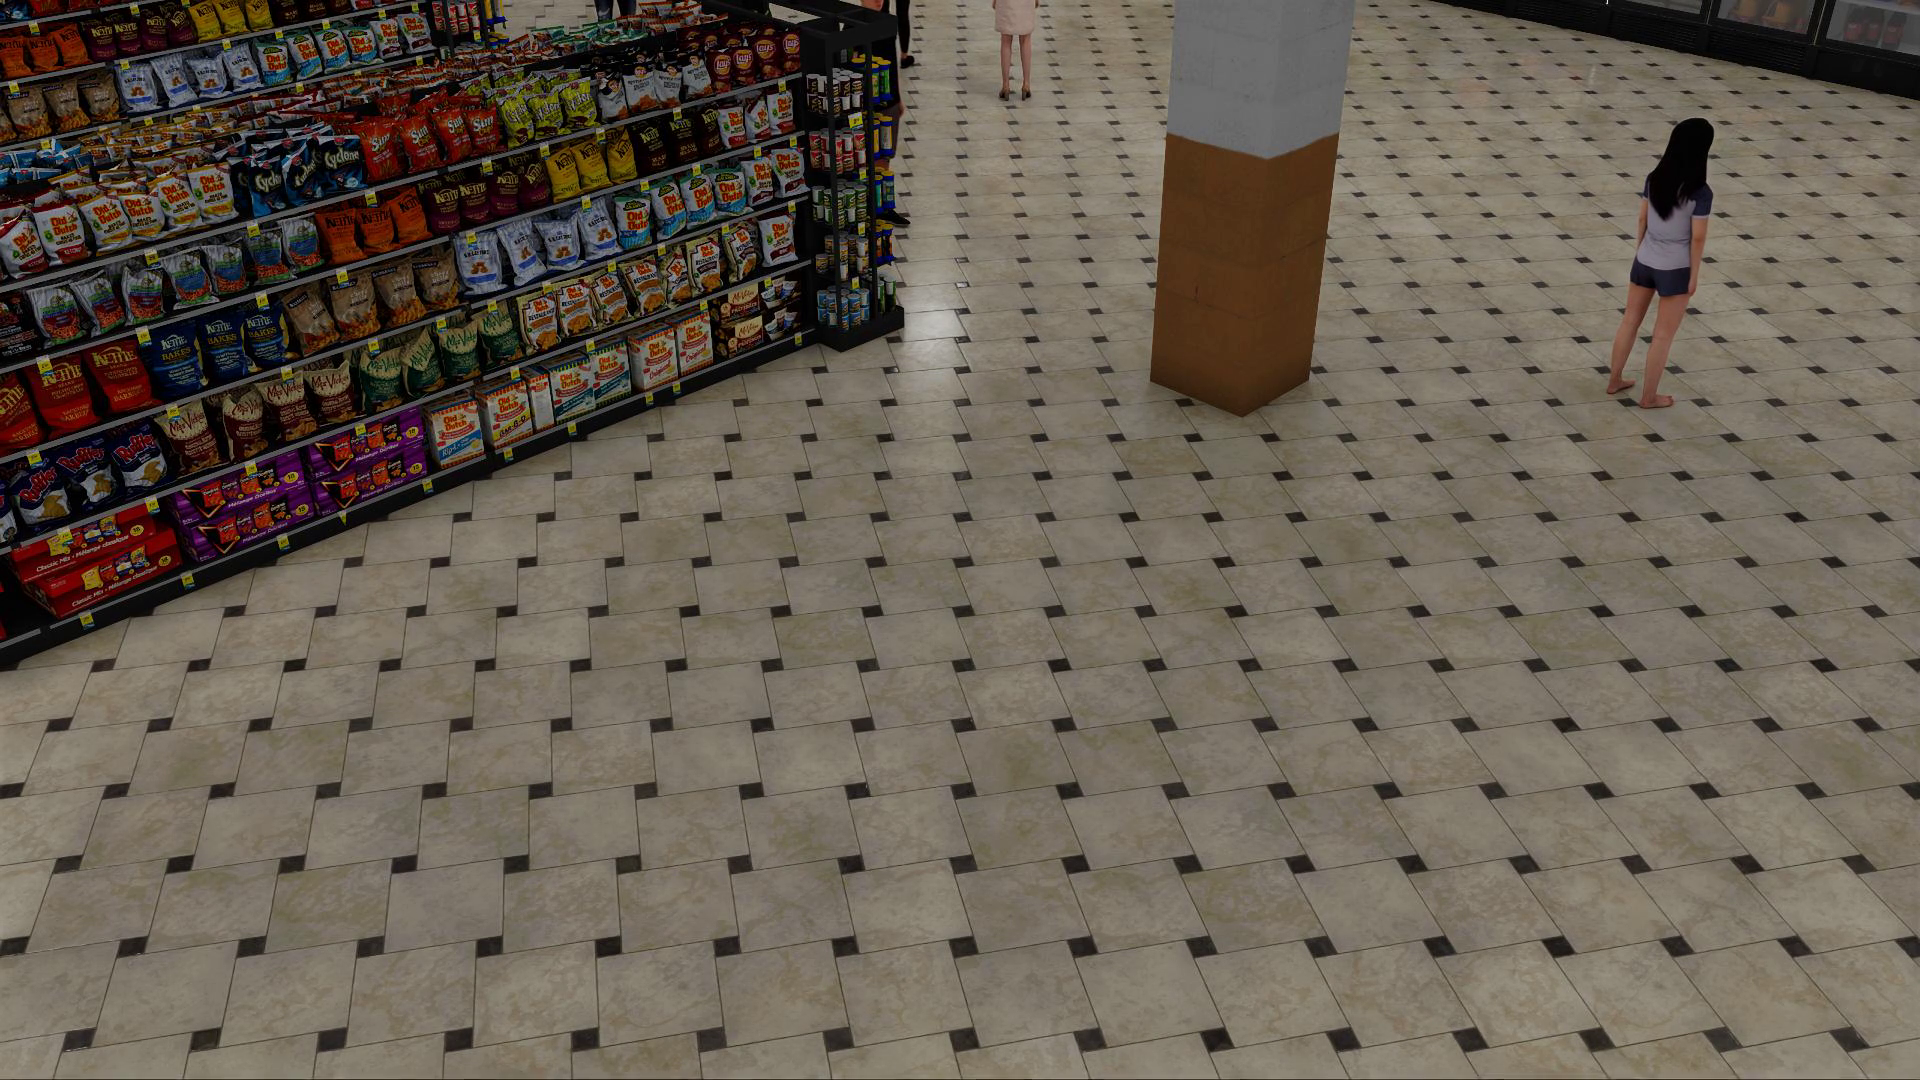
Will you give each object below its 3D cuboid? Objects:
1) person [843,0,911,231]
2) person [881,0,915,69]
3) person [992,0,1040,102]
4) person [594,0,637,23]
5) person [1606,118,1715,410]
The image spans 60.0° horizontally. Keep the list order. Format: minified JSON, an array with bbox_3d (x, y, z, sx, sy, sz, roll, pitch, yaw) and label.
[{"bbox_3d":[-0.614,-3.124,11.879,0.747,1.861,0.503,26,40,35],"label":"person"},{"bbox_3d":[-0.642,-5.293,15.511,0.681,1.707,0.686,9,33,14],"label":"person"},{"bbox_3d":[0.494,-4.743,14.599,0.678,1.736,0.743,-1,32,-1],"label":"person"},{"bbox_3d":[-3.129,-5.069,14.965,0.652,1.903,0.830,-14,34,-21],"label":"person"},{"bbox_3d":[4.045,-1.590,9.561,0.610,1.706,0.649,-17,36,-25],"label":"person"}]
